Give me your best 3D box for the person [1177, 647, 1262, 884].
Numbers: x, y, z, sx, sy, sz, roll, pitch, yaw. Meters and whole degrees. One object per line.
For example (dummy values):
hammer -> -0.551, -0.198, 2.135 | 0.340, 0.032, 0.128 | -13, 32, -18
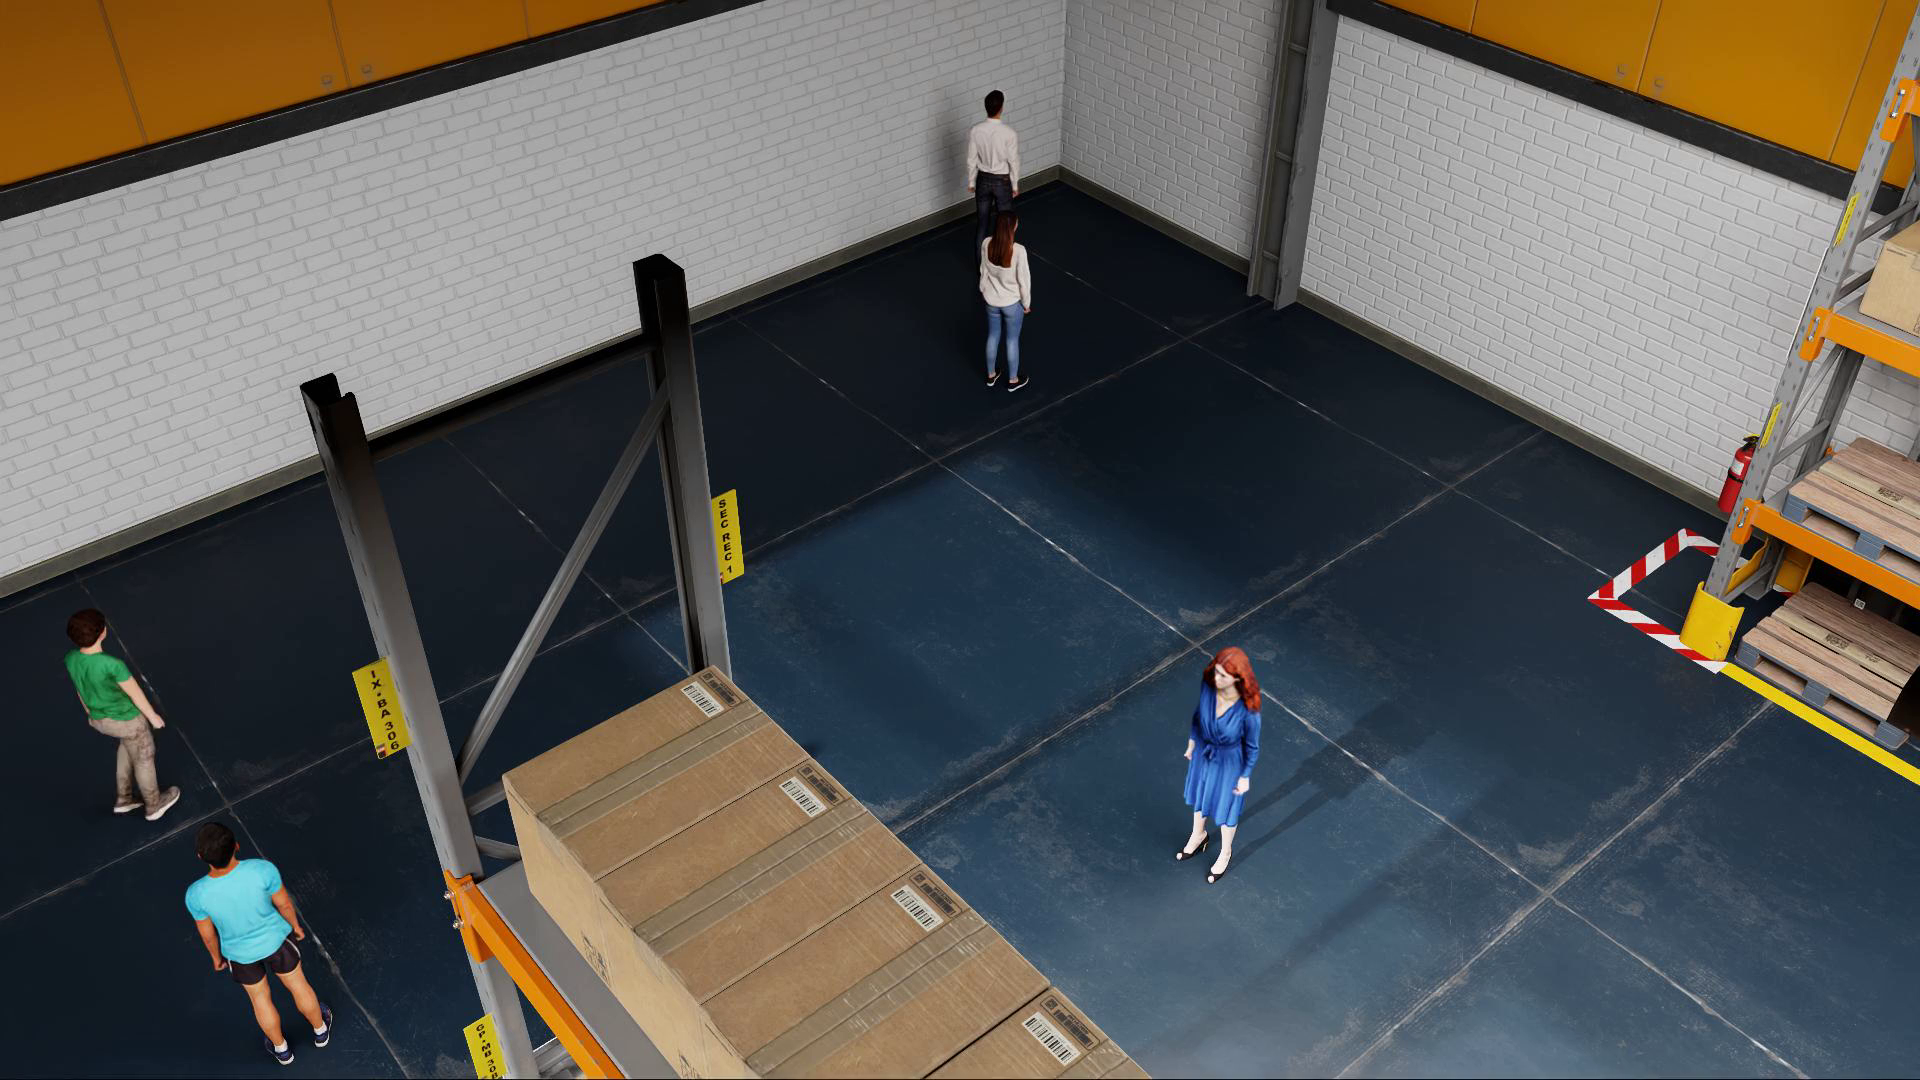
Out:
person -> 1.560, 1.341, 9.940 | 0.672, 1.827, 0.494 | -29, 47, -31

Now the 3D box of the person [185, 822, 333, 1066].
person -> -3.778, 2.172, 8.943 | 0.653, 1.773, 0.561 | -20, 43, -23

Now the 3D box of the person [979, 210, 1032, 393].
person -> 0.385, -2.066, 14.315 | 0.605, 1.692, 0.755 | 20, 43, 23

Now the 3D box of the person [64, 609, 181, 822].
person -> -5.267, 1.163, 10.315 | 0.735, 1.637, 0.794 | 12, 40, 15

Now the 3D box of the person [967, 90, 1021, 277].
person -> 0.320, -3.366, 15.799 | 0.688, 1.871, 0.804 | 11, 40, 13
